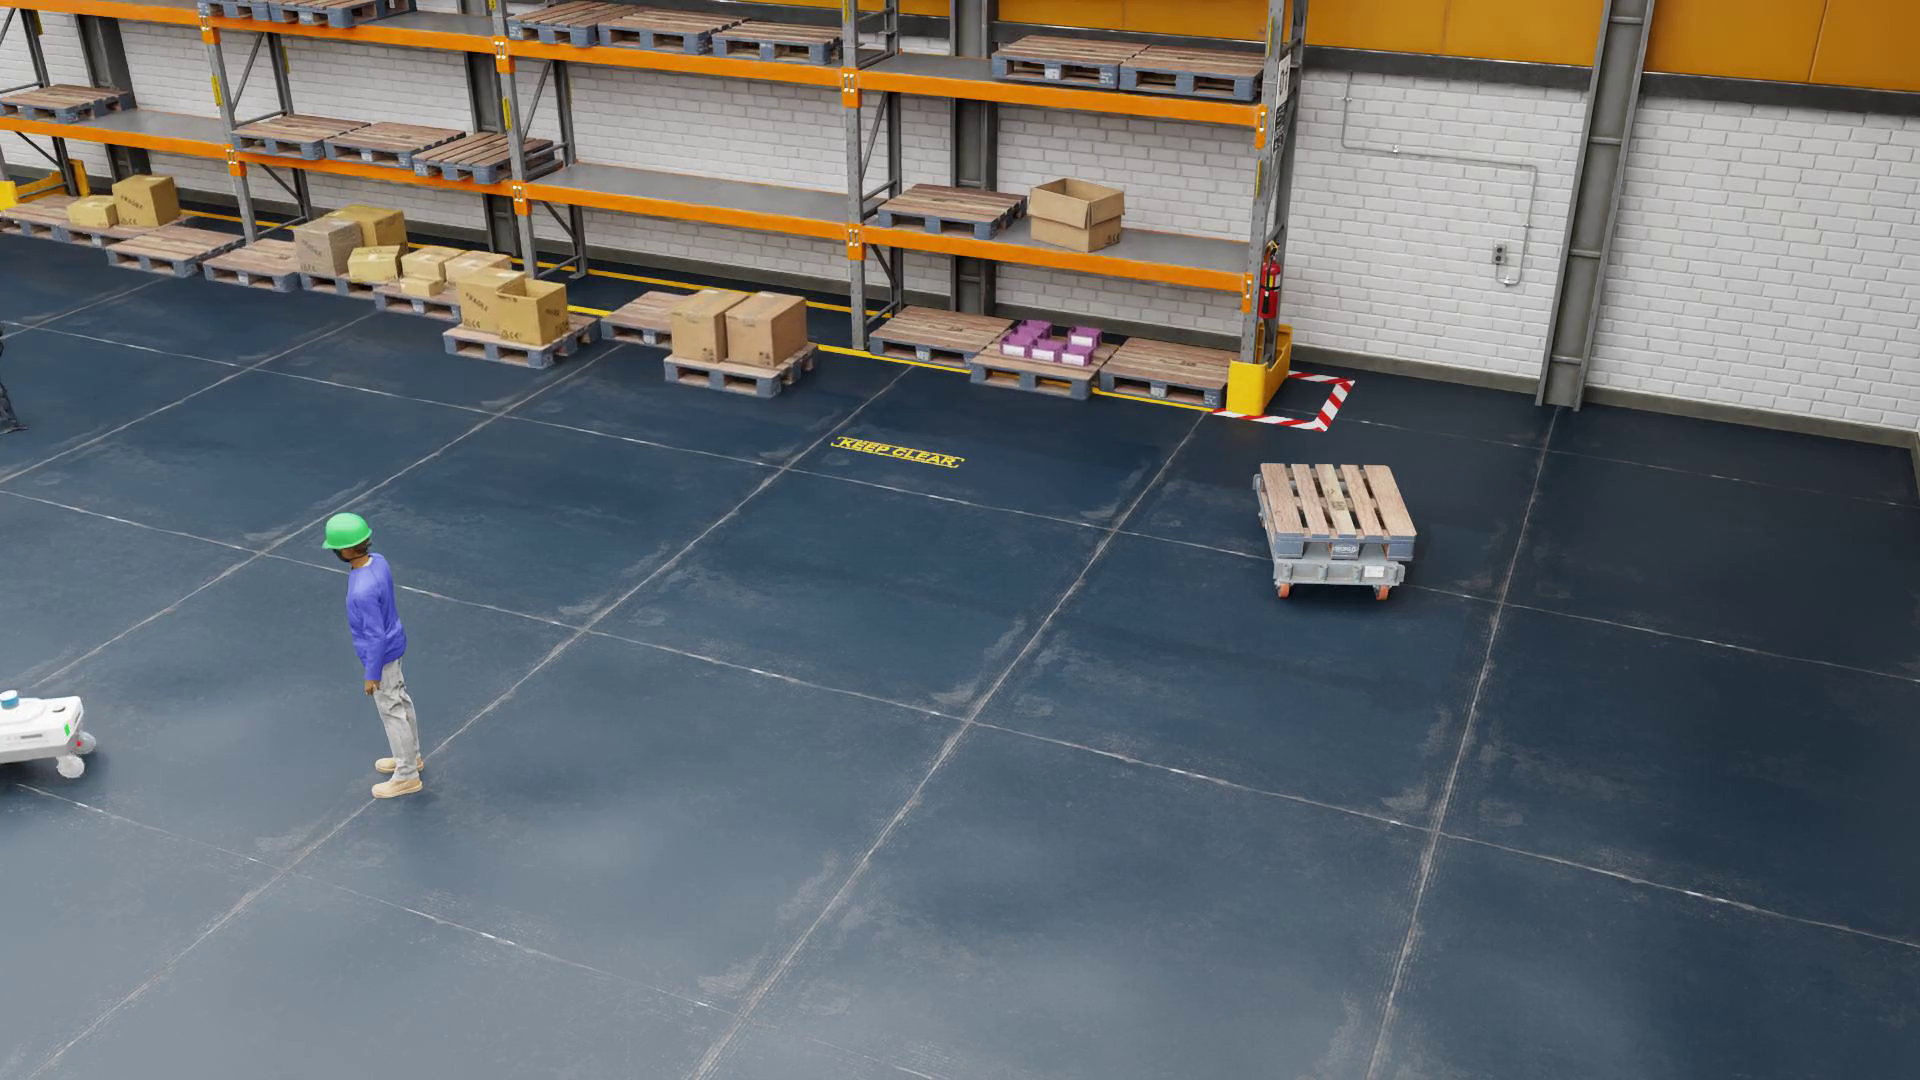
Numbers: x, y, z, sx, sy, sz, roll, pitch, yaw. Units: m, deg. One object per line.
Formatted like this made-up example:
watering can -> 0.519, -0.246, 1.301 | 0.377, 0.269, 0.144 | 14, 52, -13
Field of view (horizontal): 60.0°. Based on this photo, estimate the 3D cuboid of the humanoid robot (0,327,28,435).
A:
humanoid robot -> -8.695, -1.736, 14.768 | 0.397, 1.643, 0.608 | -7, 28, -12

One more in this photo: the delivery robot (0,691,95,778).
delivery robot -> -5.803, 1.203, 10.271 | 0.756, 0.580, 0.499 | -6, 28, -11

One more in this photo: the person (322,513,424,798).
person -> -3.470, 0.680, 9.876 | 0.357, 1.866, 0.458 | -4, 28, -9
